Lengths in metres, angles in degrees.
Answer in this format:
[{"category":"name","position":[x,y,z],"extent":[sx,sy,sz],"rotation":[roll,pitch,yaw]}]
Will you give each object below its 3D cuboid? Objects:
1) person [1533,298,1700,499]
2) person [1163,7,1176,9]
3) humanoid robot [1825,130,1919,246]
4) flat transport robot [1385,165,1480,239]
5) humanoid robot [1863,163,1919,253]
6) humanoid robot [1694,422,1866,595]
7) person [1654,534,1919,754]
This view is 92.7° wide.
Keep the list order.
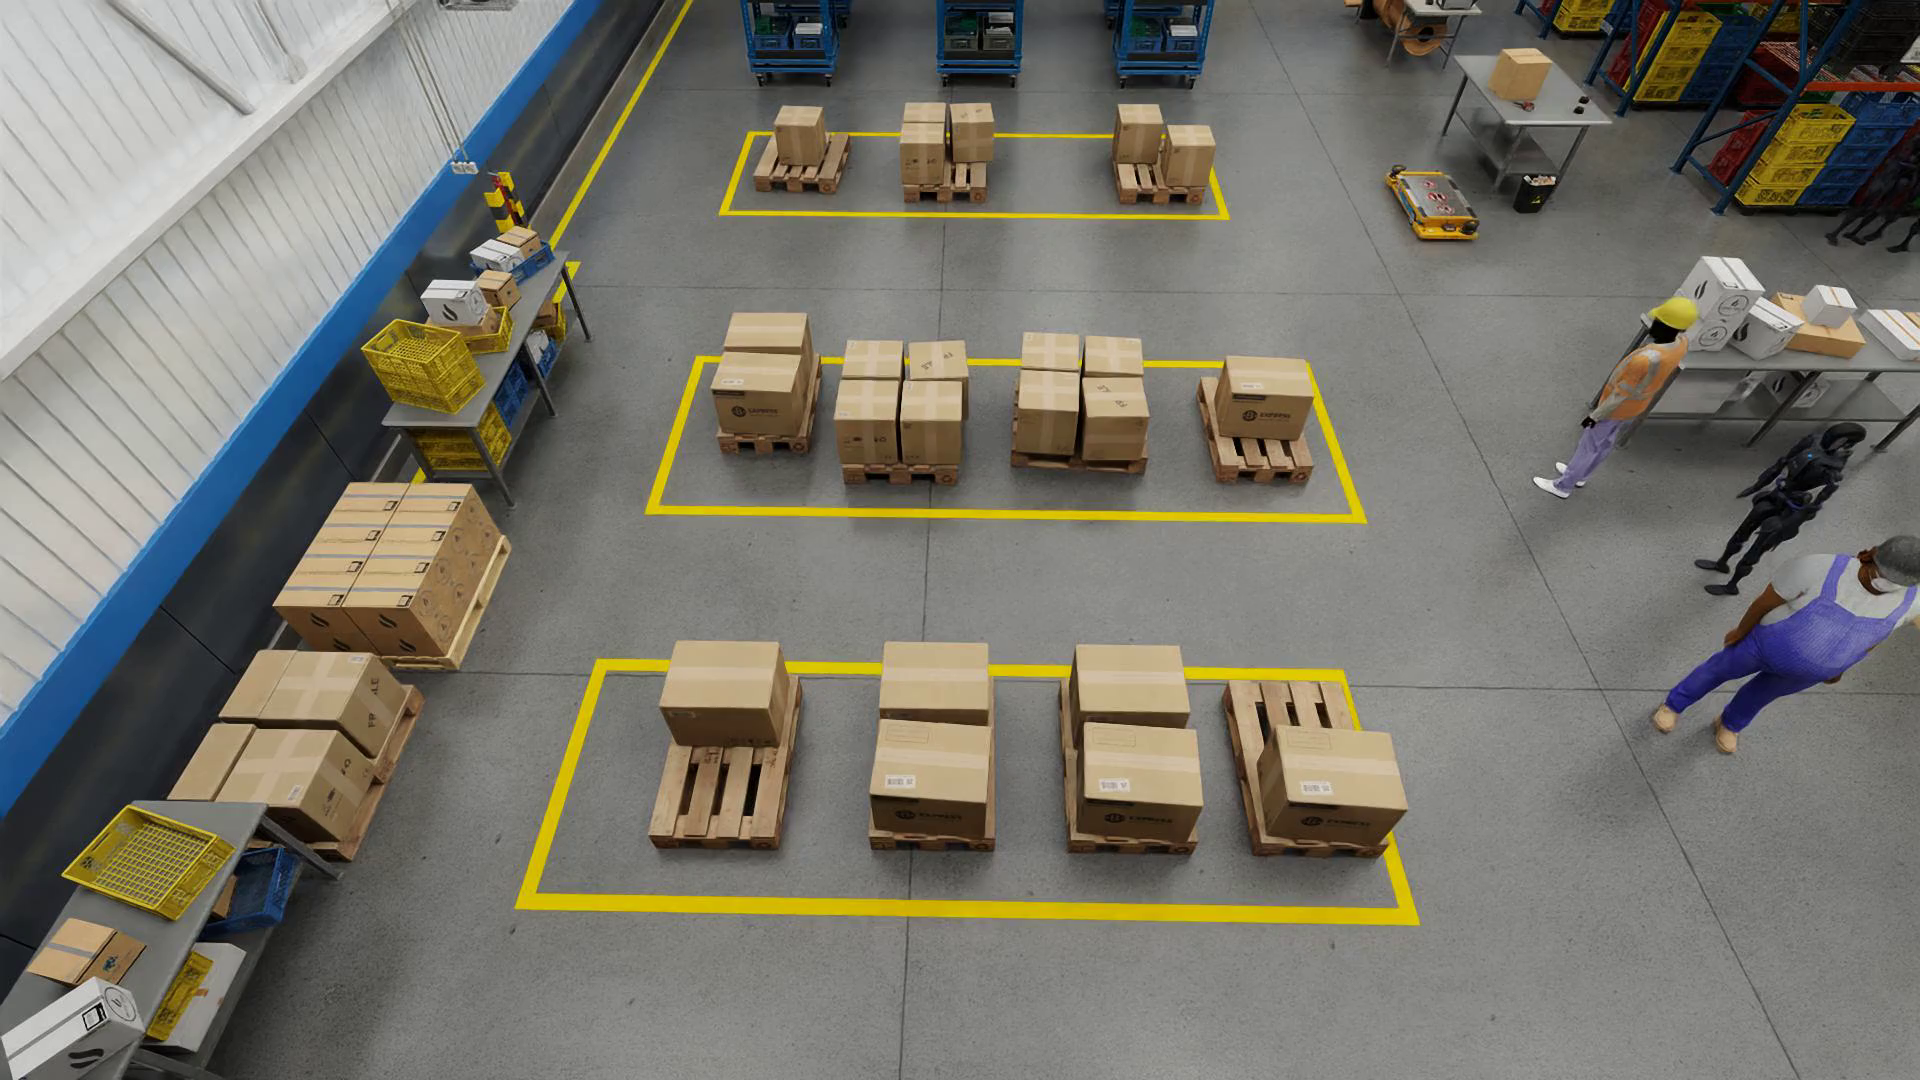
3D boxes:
[{"category":"person","position":[5.312,-1.109,7.395],"extent":[0.586,1.930,0.355],"rotation":[-25,54,-20]},{"category":"person","position":[3.331,-9.581,14.769],"extent":[0.627,1.846,0.778],"rotation":[-31,56,-24]},{"category":"humanoid robot","position":[10.323,-4.016,10.084],"extent":[0.623,1.651,0.342],"rotation":[-7,49,-6]},{"category":"flat transport robot","position":[5.692,-4.094,11.059],"extent":[0.652,0.197,1.431],"rotation":[1,49,1]},{"category":"humanoid robot","position":[10.764,-3.959,10.027],"extent":[0.378,1.651,0.587],"rotation":[-20,52,-17]},{"category":"humanoid robot","position":[6.081,-0.241,6.808],"extent":[0.333,1.651,0.574],"rotation":[8,50,7]},{"category":"person","position":[5.256,0.692,5.764],"extent":[0.672,2.000,0.536],"rotation":[22,53,18]}]
